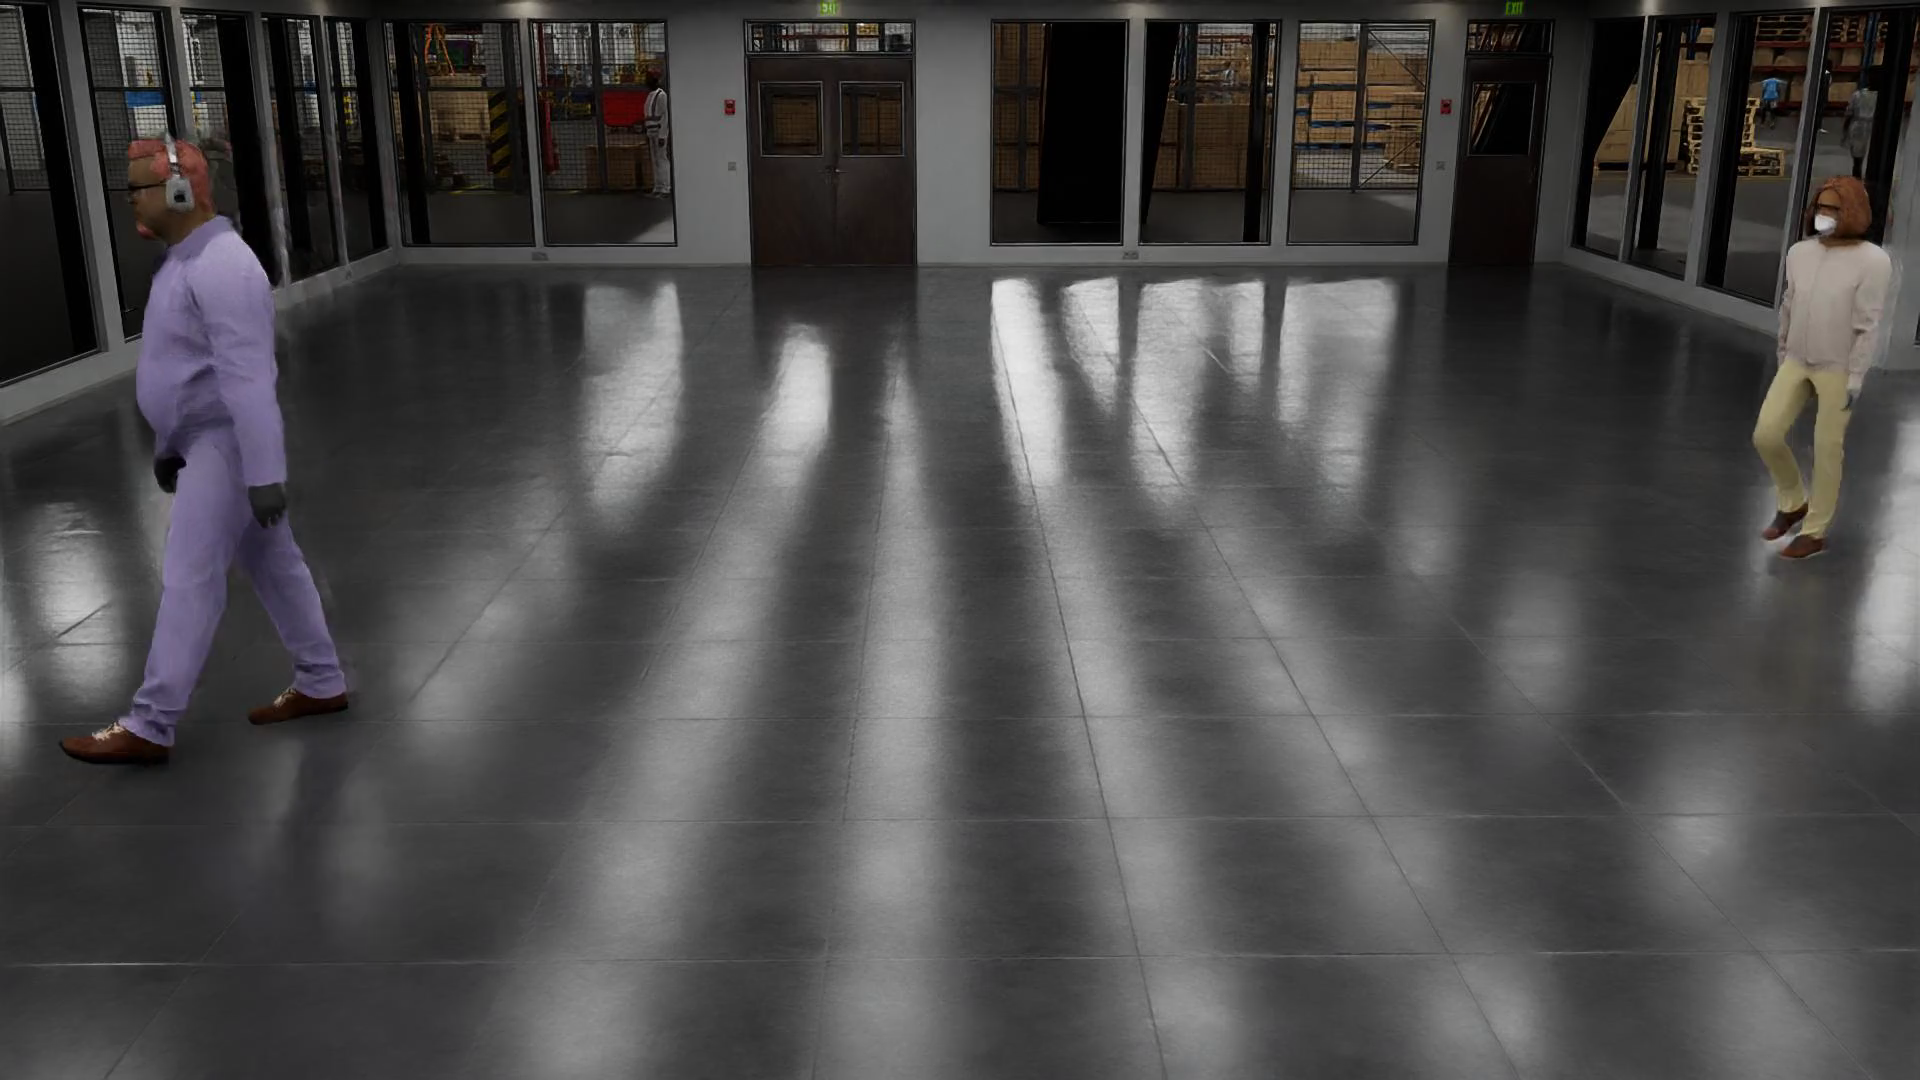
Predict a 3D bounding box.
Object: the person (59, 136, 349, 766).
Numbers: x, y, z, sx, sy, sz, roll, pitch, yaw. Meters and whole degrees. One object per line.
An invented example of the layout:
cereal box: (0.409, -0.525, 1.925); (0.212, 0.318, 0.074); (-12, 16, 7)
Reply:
person: (-2.371, -0.252, 5.031); (0.930, 1.866, 0.668); (-9, 19, -28)

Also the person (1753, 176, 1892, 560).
person: (3.606, -0.704, 6.992); (0.355, 1.622, 0.499); (-8, 18, -27)
